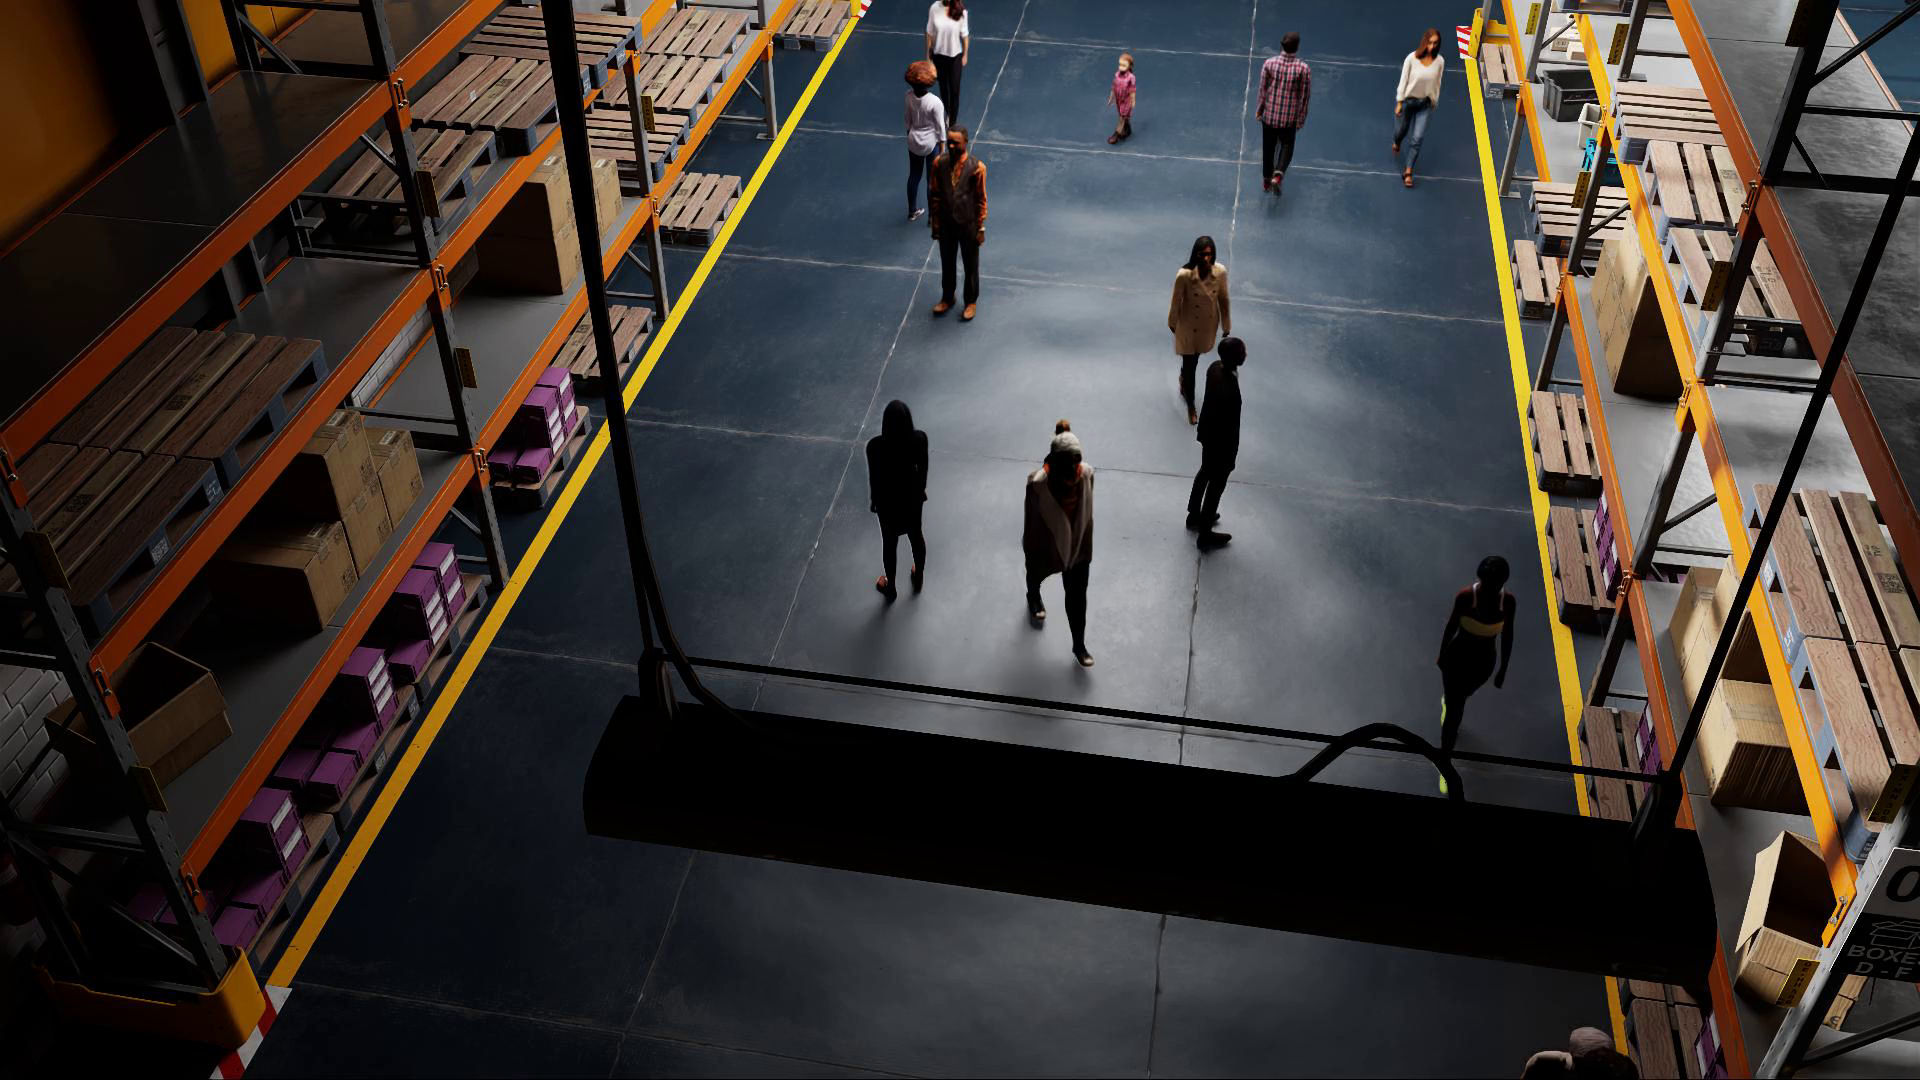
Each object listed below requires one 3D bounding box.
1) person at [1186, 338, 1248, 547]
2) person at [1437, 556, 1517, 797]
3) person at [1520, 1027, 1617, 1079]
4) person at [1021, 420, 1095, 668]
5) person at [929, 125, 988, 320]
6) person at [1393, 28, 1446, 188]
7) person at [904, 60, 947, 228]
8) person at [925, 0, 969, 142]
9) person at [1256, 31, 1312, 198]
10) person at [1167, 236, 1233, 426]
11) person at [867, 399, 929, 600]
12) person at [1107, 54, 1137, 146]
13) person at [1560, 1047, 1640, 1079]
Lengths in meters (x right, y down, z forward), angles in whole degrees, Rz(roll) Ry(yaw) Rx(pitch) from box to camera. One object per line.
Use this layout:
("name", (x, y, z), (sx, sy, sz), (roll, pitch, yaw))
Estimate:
("person", (1.970, -0.767, 12.722), (0.771, 1.797, 0.604), (-7, 39, -8))
("person", (3.338, 0.748, 10.892), (0.588, 1.714, 1.120), (5, 39, 7))
("person", (2.930, 2.875, 8.216), (0.774, 1.730, 1.011), (11, 40, 13))
("person", (0.656, -0.067, 11.810), (1.074, 1.842, 1.288), (-12, 40, -15))
("person", (-0.001, -2.939, 15.355), (0.743, 1.906, 0.675), (13, 40, 16))
("person", (4.835, -4.656, 17.700), (0.626, 1.662, 0.938), (4, 39, 5))
("person", (-0.368, -4.033, 16.879), (0.738, 1.713, 0.746), (25, 45, 28))
("person", (-0.127, -5.415, 18.562), (0.635, 1.772, 0.936), (9, 39, 11))
("person", (3.328, -4.401, 17.316), (0.756, 1.743, 0.862), (11, 40, 13))
("person", (2.012, -1.888, 14.245), (0.873, 1.649, 1.096), (-7, 39, -8))
("person", (-0.444, -0.315, 12.217), (0.688, 1.720, 0.693), (-14, 41, -17))
("person", (1.856, -4.949, 18.597), (0.615, 1.000, 0.781), (24, 44, 27))
("person", (2.737, 2.969, 8.021), (1.256, 1.826, 1.228), (-30, 47, -32))
